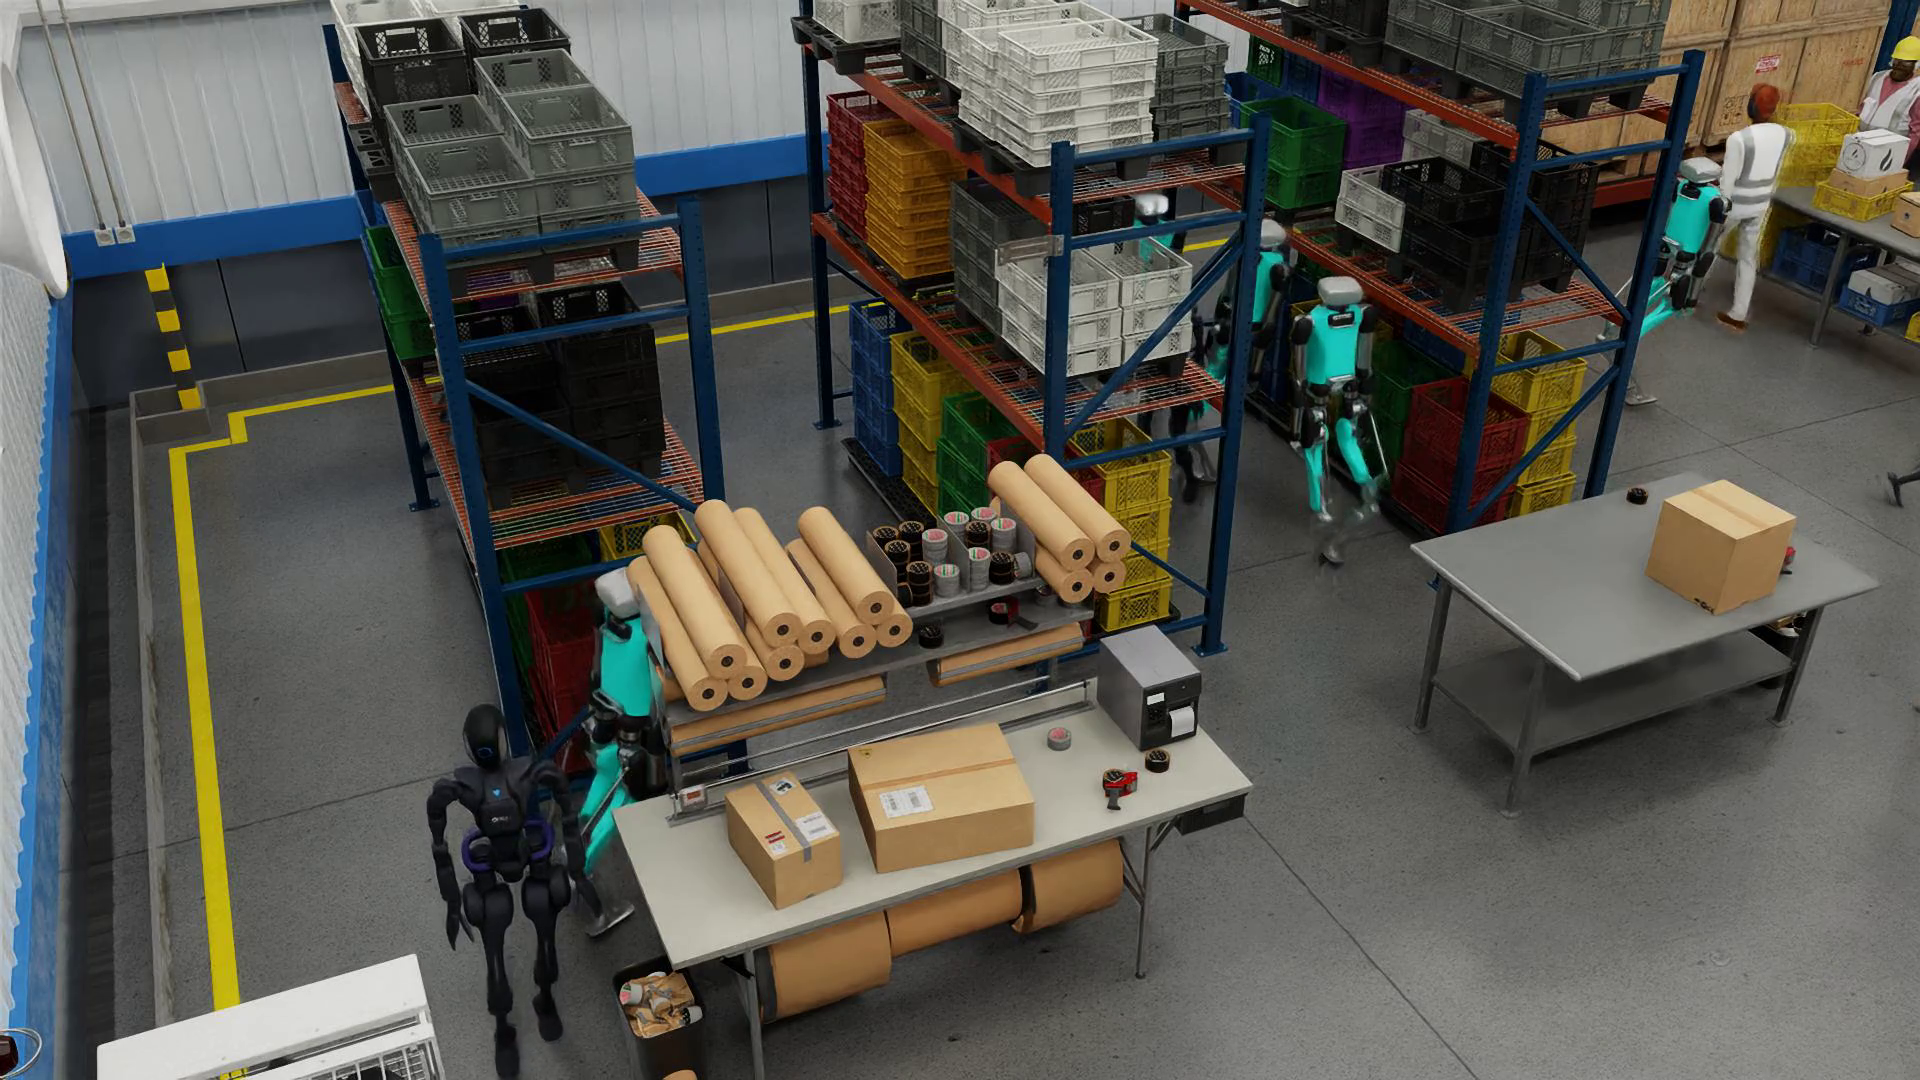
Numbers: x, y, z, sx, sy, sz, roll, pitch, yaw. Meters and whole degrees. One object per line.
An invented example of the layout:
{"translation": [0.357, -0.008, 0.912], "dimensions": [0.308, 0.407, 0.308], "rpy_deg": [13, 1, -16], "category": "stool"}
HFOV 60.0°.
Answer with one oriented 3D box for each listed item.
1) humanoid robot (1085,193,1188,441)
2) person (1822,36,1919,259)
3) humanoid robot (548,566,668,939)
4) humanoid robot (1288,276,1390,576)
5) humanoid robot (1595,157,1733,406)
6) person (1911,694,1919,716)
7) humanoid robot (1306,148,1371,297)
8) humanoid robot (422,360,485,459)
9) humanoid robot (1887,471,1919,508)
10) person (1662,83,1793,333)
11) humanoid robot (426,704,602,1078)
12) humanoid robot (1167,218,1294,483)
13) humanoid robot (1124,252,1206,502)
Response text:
{"translation": [1.093, -1.472, 10.954], "dimensions": [0.557, 1.787, 0.665], "rpy_deg": [-12, 33, -18], "category": "humanoid robot"}
{"translation": [7.568, -3.230, 13.719], "dimensions": [0.404, 1.837, 0.595], "rpy_deg": [-14, 34, -21], "category": "person"}
{"translation": [-1.523, 1.019, 6.974], "dimensions": [0.788, 1.832, 0.542], "rpy_deg": [-27, 41, -36], "category": "humanoid robot"}
{"translation": [2.189, -0.518, 9.524], "dimensions": [0.540, 1.897, 0.726], "rpy_deg": [-10, 33, -16], "category": "humanoid robot"}
{"translation": [4.673, -1.727, 11.278], "dimensions": [0.734, 1.692, 0.530], "rpy_deg": [-10, 33, -16], "category": "humanoid robot"}
{"translation": [5.243, 0.074, 8.174], "dimensions": [0.605, 2.038, 0.396], "rpy_deg": [-12, 33, -18], "category": "person"}
{"translation": [2.971, -2.487, 12.719], "dimensions": [0.723, 1.651, 0.609], "rpy_deg": [-4, 32, -6], "category": "humanoid robot"}
{"translation": [-3.251, -1.229, 10.671], "dimensions": [0.782, 1.630, 0.599], "rpy_deg": [-11, 33, -17], "category": "humanoid robot"}
{"translation": [6.117, -0.817, 9.988], "dimensions": [0.681, 1.641, 0.585], "rpy_deg": [18, 36, 27], "category": "humanoid robot"}
{"translation": [5.871, -2.561, 12.631], "dimensions": [0.587, 1.839, 0.892], "rpy_deg": [-8, 33, -13], "category": "person"}
{"translation": [-1.707, 1.344, 6.443], "dimensions": [0.601, 1.656, 0.424], "rpy_deg": [-10, 33, -15], "category": "humanoid robot"}
{"translation": [1.570, -1.085, 10.347], "dimensions": [0.807, 1.788, 0.576], "rpy_deg": [-16, 35, -24], "category": "humanoid robot"}
{"translation": [1.289, -1.023, 10.286], "dimensions": [0.609, 1.636, 0.392], "rpy_deg": [25, 39, 34], "category": "humanoid robot"}
